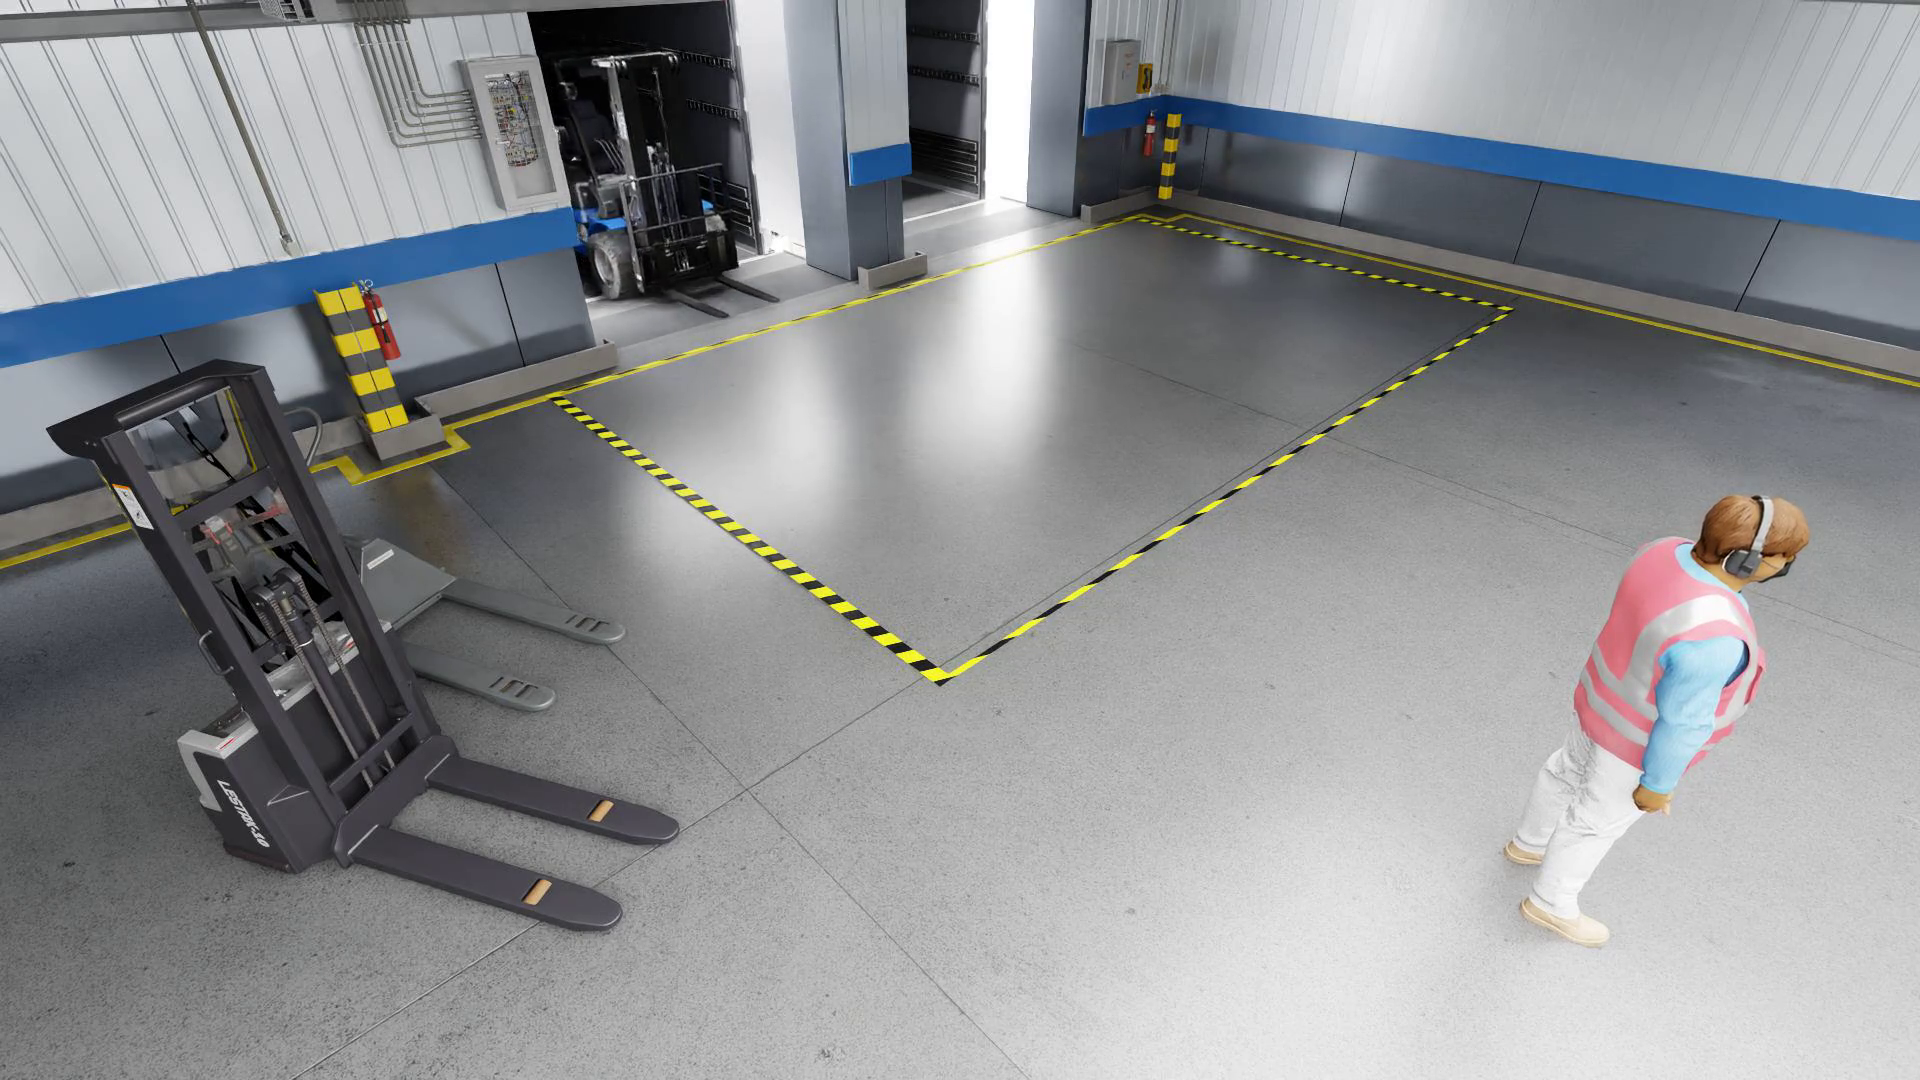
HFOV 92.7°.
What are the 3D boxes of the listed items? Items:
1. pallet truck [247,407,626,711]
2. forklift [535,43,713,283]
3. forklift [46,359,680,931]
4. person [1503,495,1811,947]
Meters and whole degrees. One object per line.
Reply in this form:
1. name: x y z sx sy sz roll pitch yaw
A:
1. pallet truck: -2.628 0.038 4.590 1.601 1.201 0.680 12 36 18
2. forklift: -3.645 -3.967 9.474 2.680 2.036 1.157 29 44 36
3. forklift: -2.135 0.422 3.354 1.885 1.965 0.823 10 35 14
4. person: 2.345 0.645 3.165 0.429 1.842 0.625 10 35 14
